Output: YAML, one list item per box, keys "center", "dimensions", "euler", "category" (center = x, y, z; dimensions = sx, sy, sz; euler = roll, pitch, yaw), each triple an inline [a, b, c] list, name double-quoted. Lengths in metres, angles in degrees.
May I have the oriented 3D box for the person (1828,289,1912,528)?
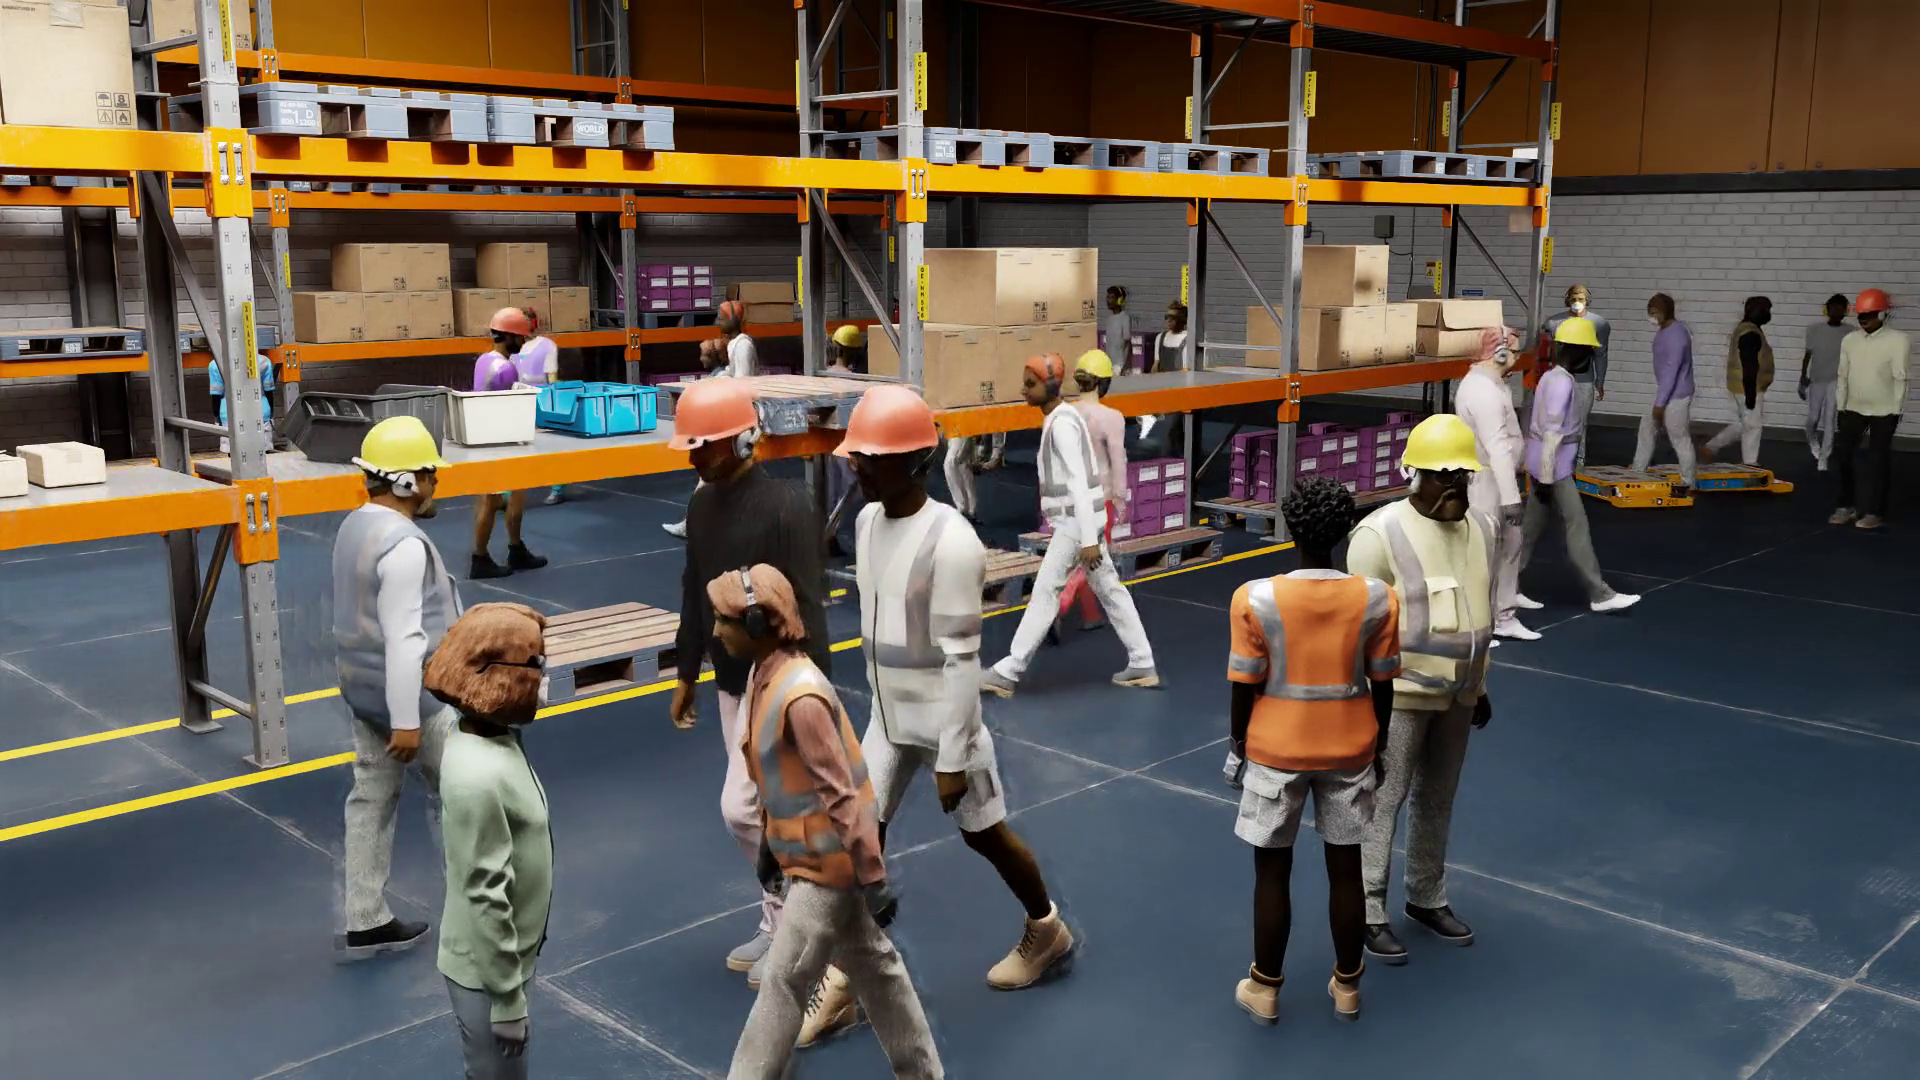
- center: [7.442, -1.065, 13.645]
  dimensions: [0.570, 1.969, 0.653]
  euler: [-6, 12, -31]
  category: "person"

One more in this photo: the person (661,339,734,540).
- center: [-1.909, -0.775, 13.102]
  dimensions: [0.906, 1.594, 0.517]
  euler: [-3, 11, -15]
  category: "person"

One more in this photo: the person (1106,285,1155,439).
- center: [1.902, -2.055, 19.431]
  dimensions: [0.888, 1.840, 0.526]
  euler: [-4, 11, -20]
  category: "person"

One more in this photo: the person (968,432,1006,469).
- center: [0.274, -1.658, 17.237]
  dimensions: [0.430, 1.841, 0.624]
  euler: [-8, 13, -37]
  category: "person"

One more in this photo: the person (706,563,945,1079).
- center: [-0.407, 0.841, 4.300]
  dimensions: [0.867, 1.573, 0.538]
  euler: [-3, 11, -14]
  category: "person"

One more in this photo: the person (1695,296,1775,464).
- center: [7.681, -1.483, 16.326]
  dimensions: [0.641, 1.826, 0.640]
  euler: [4, 11, 22]
  category: "person"

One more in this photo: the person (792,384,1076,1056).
- center: [-0.062, 0.512, 5.036]
  dimensions: [1.090, 1.990, 0.618]
  euler: [-7, 13, -35]
  category: "person"

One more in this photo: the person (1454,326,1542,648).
- center: [3.159, -0.296, 9.684]
  dimensions: [0.610, 1.879, 0.687]
  euler: [3, 11, 15]
  category: "person"

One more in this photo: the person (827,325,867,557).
- center: [-0.874, -0.715, 12.347]
  dimensions: [0.404, 1.752, 0.538]
  euler: [-7, 13, -35]
  category: "person"

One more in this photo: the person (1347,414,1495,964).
- center: [1.554, 0.488, 5.551]
  dimensions: [0.600, 1.829, 0.404]
  euler: [-6, 12, -28]
  category: "person"

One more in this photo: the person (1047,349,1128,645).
- center: [0.714, -0.251, 9.853]
  dimensions: [0.531, 1.744, 0.757]
  euler: [10, 14, 43]
  category: "person"

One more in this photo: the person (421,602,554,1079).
- center: [-0.999, 0.936, 3.652]
  dimensions: [0.281, 1.632, 0.499]
  euler: [-3, 11, -14]
  category: "person"

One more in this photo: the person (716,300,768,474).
- center: [-1.786, -1.070, 13.931]
  dimensions: [0.496, 1.871, 0.611]
  euler: [-4, 11, -19]
  category: "person"

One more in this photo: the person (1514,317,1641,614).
- center: [3.897, -0.459, 10.561]
  dimensions: [0.943, 1.880, 0.611]
  euler: [2, 11, 12]
  category: "person"

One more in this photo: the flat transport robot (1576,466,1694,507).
- center: [6.007, -0.505, 15.225]
  dimensions: [0.652, 0.197, 1.431]
  euler: [-2, 11, -9]
  category: "flat transport robot"

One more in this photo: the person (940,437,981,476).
- center: [0.022, -1.606, 16.682]
  dimensions: [0.552, 1.937, 0.356]
  euler: [1, 10, 8]
  category: "person"

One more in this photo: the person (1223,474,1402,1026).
- center: [1.061, 0.646, 5.061]
  dimensions: [0.541, 1.696, 0.315]
  euler: [-1, 10, -4]
  category: "person"

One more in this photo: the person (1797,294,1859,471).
- center: [9.011, -1.659, 17.310]
  dimensions: [0.532, 1.824, 0.841]
  euler: [5, 11, 24]
  category: "person"

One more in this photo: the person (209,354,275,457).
- center: [-6.102, -1.024, 14.185]
  dimensions: [0.534, 1.694, 0.320]
  euler: [-8, 13, -36]
  category: "person"

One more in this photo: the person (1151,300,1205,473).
- center: [2.079, -1.380, 15.839]
  dimensions: [0.955, 1.807, 0.517]
  euler: [-8, 13, -39]
  category: "person"

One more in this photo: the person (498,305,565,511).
- center: [-3.780, -1.150, 14.572]
  dimensions: [0.592, 1.790, 0.957]
  euler: [4, 11, 21]
  category: "person"

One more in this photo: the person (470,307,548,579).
- center: [-3.149, -0.675, 11.679]
  dimensions: [0.731, 1.902, 0.574]
  euler: [-6, 12, -28]
  category: "person"

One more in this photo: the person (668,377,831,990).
- center: [-0.693, 0.455, 5.351]
  dimensions: [0.506, 1.964, 0.636]
  euler: [-8, 13, -38]
  category: "person"

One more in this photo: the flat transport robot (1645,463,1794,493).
- center: [6.988, -0.580, 15.637]
  dimensions: [1.431, 0.197, 0.652]
  euler: [-2, 11, -9]
  category: "flat transport robot"

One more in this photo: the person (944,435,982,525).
- center: [-0.052, -0.902, 13.704]
  dimensions: [0.532, 1.616, 0.529]
  euler: [-5, 12, -26]
  category: "person"

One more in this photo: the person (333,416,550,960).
- center: [-1.759, 0.488, 5.589]
  dimensions: [0.787, 1.806, 0.607]
  euler: [-8, 13, -36]
  category: "person"

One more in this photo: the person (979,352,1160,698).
- center: [0.569, -0.070, 8.676]
  dimensions: [1.058, 1.813, 0.651]
  euler: [1, 10, 4]
  category: "person"

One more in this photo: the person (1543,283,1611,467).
- center: [6.000, -1.533, 16.284]
  dimensions: [0.629, 1.939, 0.372]
  euler: [3, 11, 16]
  category: "person"

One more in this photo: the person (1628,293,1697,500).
- center: [6.336, -1.289, 15.113]
  dimensions: [0.906, 1.879, 0.687]
  euler: [2, 11, 11]
  category: "person"
